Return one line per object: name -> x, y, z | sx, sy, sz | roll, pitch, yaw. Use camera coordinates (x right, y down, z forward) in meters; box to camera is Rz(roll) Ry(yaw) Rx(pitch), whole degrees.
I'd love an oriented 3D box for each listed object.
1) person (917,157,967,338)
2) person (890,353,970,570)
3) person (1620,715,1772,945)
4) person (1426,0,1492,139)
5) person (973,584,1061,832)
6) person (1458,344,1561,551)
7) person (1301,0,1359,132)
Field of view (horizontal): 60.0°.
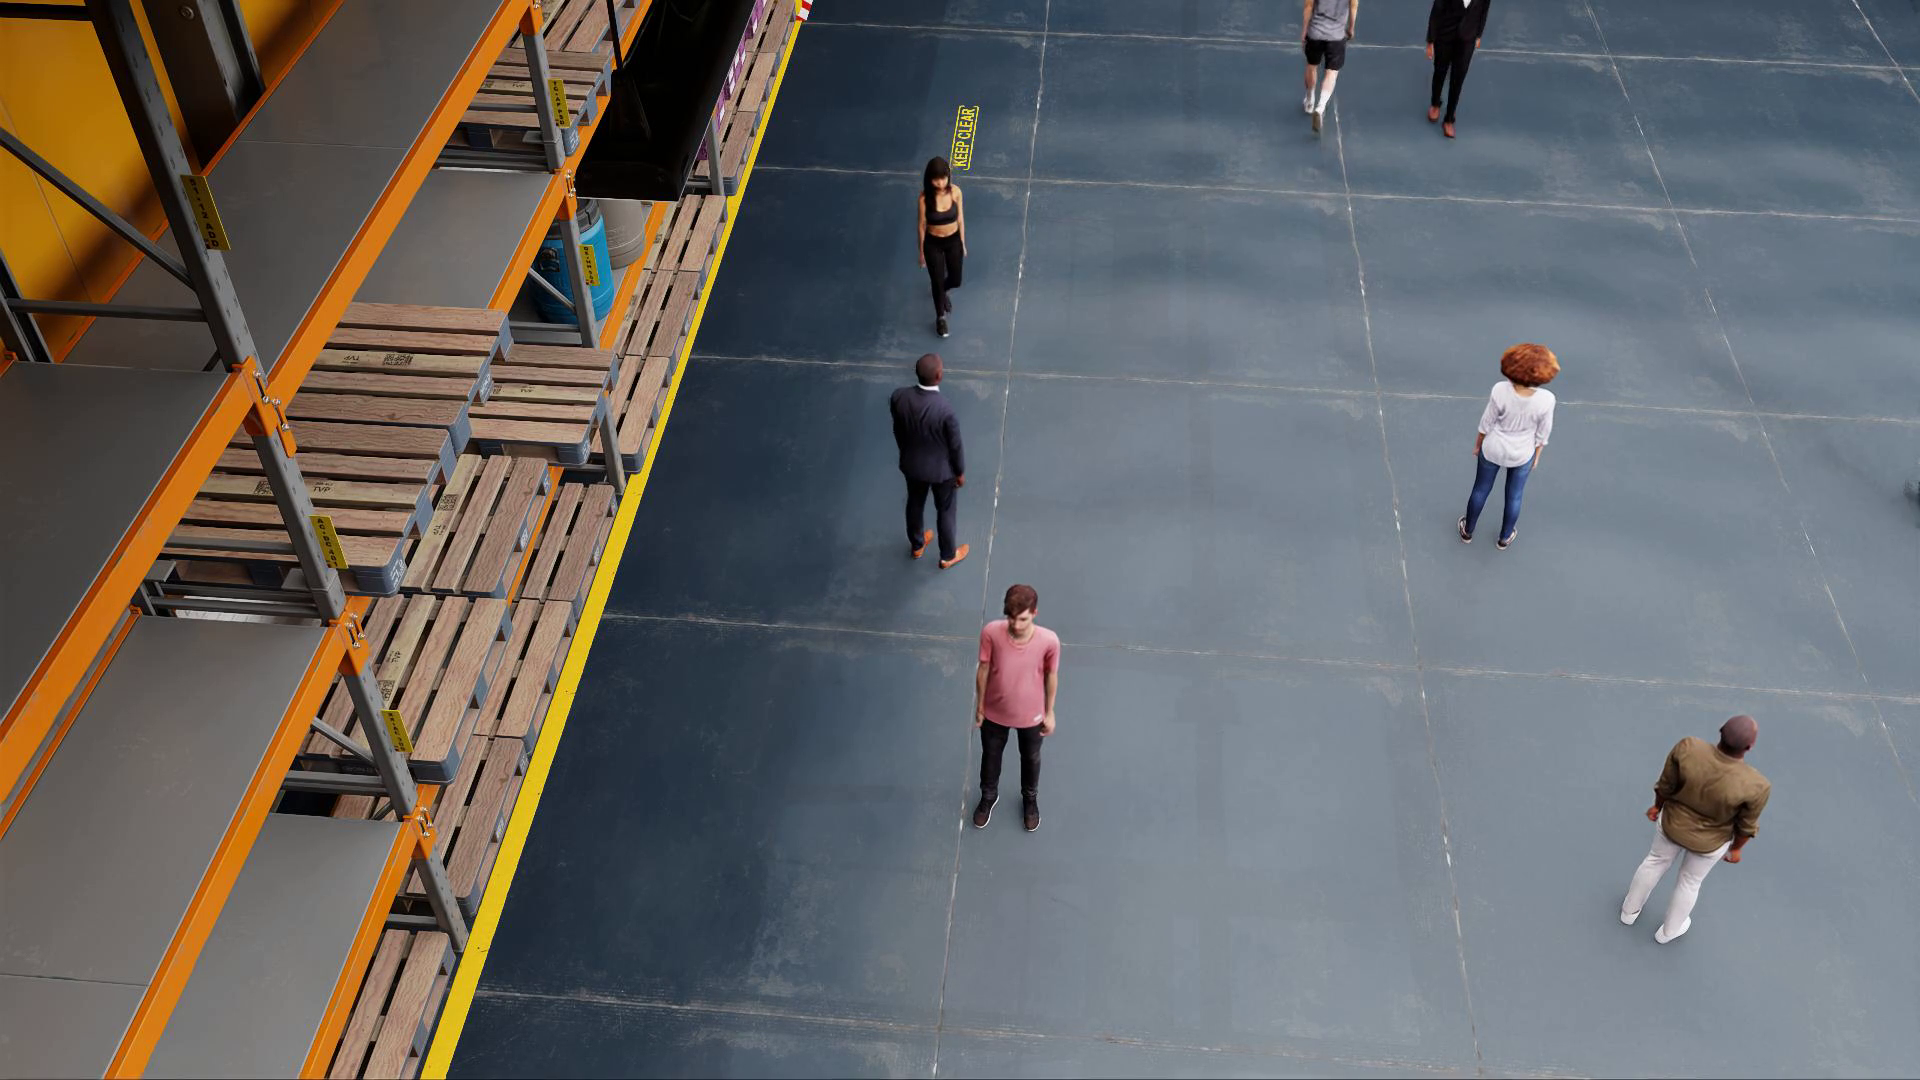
person -> -0.164, -2.454, 13.639 | 0.696, 1.631, 0.798 | -10, 45, -11
person -> -0.222, -0.525, 11.477 | 0.806, 1.821, 0.800 | 23, 48, 22
person -> 4.079, 1.605, 9.238 | 0.800, 1.825, 0.816 | 32, 52, 29
person -> 4.765, -4.902, 16.054 | 0.745, 1.846, 0.908 | 8, 44, 8
person -> 0.327, 0.976, 9.801 | 0.623, 1.958, 0.537 | 5, 44, 5
person -> 3.854, -0.647, 11.682 | 0.703, 1.714, 0.691 | 15, 46, 15
person -> 3.528, -4.842, 15.989 | 0.766, 1.847, 1.064 | 9, 44, 9
